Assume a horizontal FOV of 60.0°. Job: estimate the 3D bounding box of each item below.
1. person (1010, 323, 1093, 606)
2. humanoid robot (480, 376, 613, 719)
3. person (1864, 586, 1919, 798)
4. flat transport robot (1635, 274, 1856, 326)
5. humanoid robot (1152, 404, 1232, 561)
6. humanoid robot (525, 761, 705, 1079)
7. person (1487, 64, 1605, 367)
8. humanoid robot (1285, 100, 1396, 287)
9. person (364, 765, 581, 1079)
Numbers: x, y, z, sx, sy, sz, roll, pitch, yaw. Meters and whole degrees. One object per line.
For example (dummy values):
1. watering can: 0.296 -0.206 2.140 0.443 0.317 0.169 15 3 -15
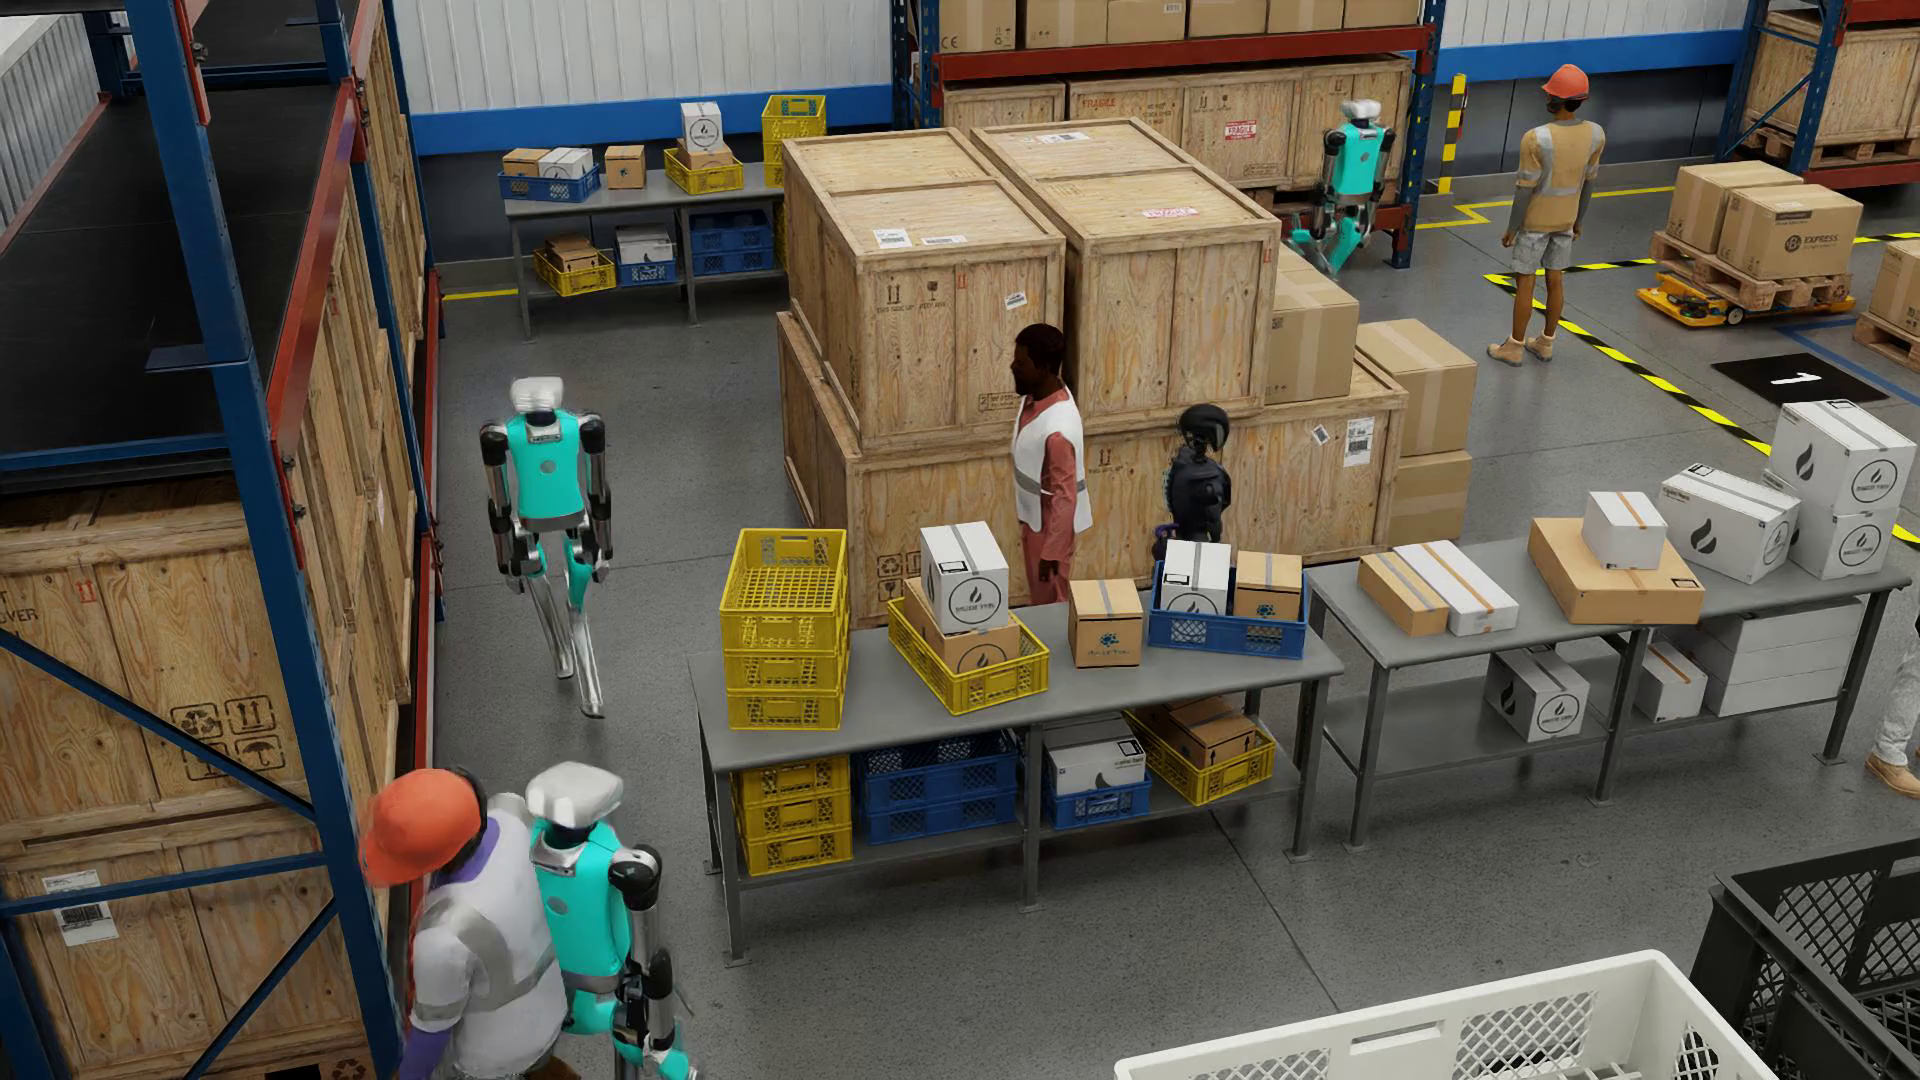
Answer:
1. person: 0.394 -0.079 7.551 0.390 1.919 0.588 -4 29 -6
2. humanoid robot: -1.859 -0.004 7.597 0.538 1.722 1.014 -9 30 -16
3. person: 4.302 0.254 7.038 0.622 1.837 0.429 -10 30 -18
4. flat transport robot: 5.896 -1.865 12.473 1.431 0.197 0.652 -7 30 -13
5. humanoid robot: 1.047 0.144 7.395 0.384 1.654 0.589 -6 29 -11
6. humanoid robot: -1.027 1.358 5.150 0.542 1.824 0.658 9 30 17
7. person: 3.942 -2.163 11.203 0.606 2.048 0.366 -9 30 -16
8. humanoid robot: 2.624 -2.274 11.769 0.554 1.758 1.059 -10 31 -18
9. person: -1.343 1.381 4.833 0.397 1.993 0.664 9 30 15
